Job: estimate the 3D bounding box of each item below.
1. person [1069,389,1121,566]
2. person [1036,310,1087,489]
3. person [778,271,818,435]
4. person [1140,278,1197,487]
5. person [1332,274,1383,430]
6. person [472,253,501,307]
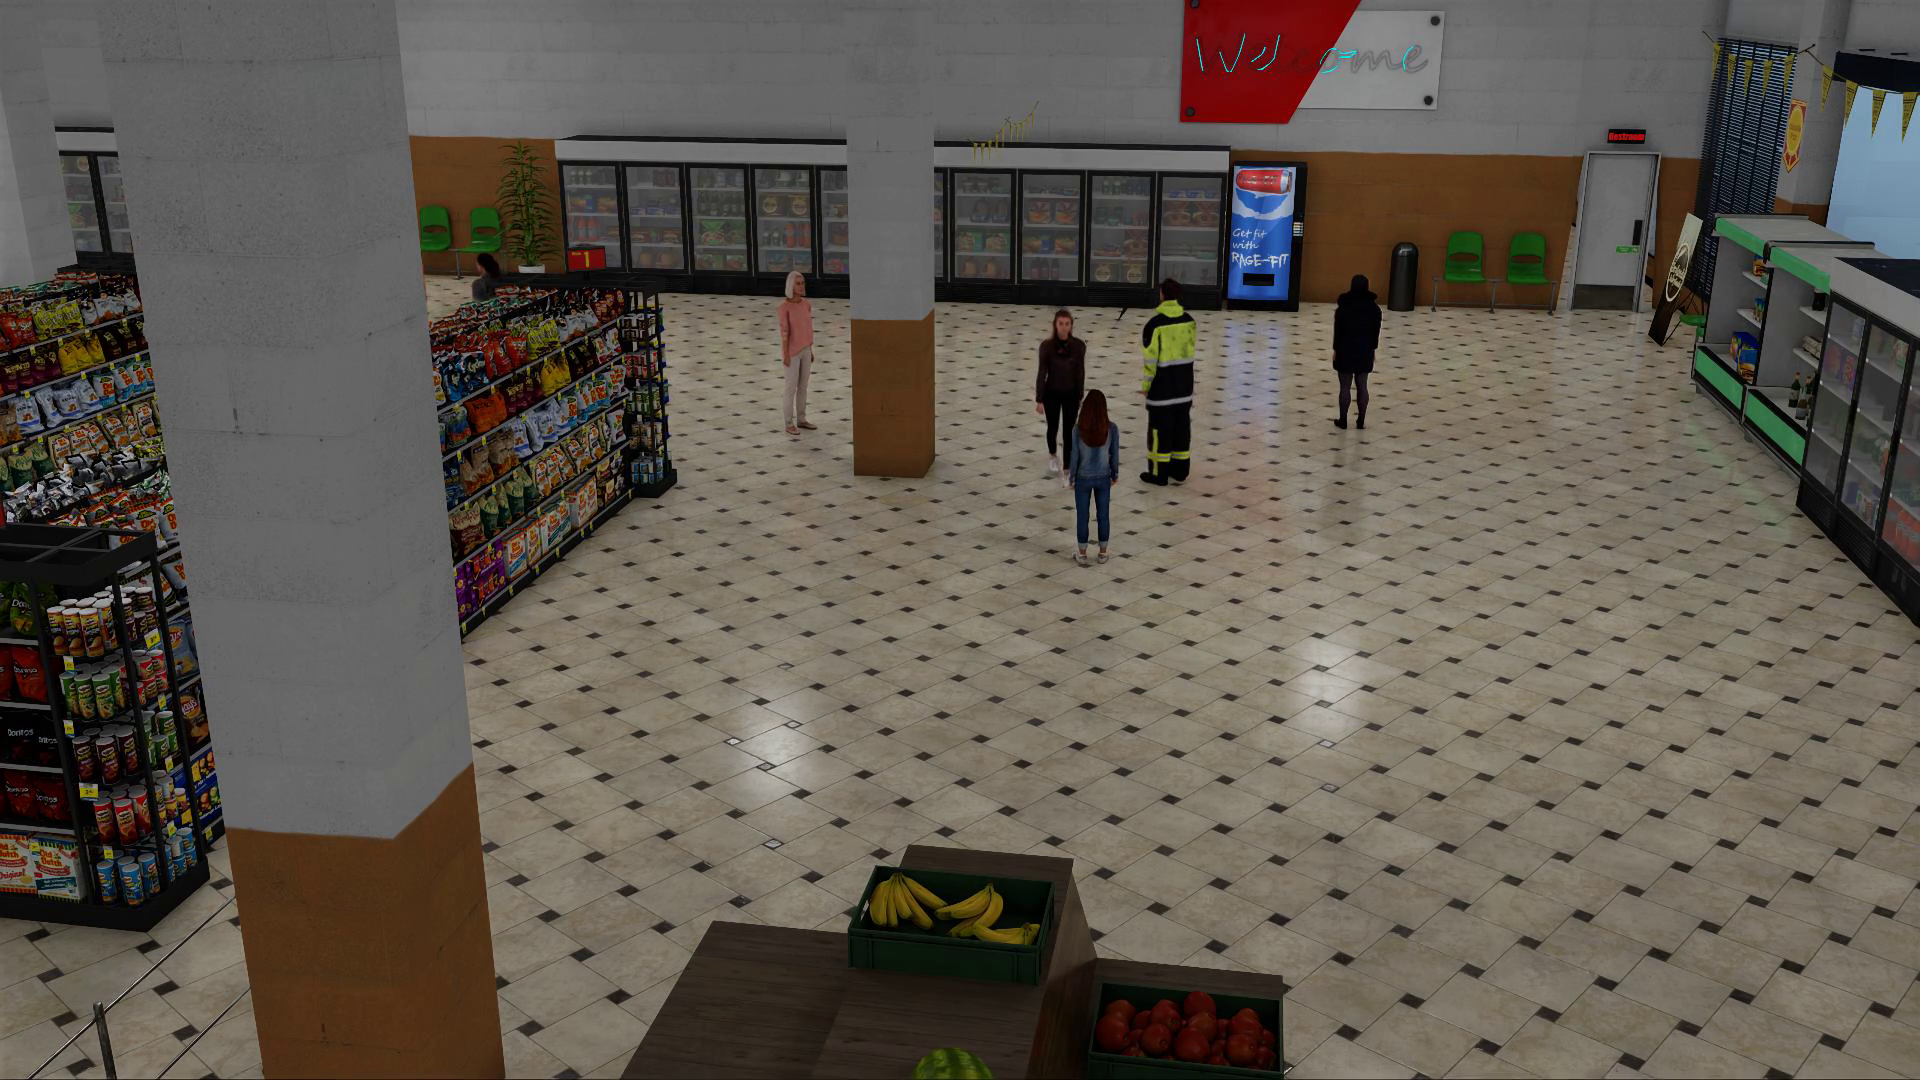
[{"bbox_3d":[1.100,-0.520,13.727,0.621,1.477,0.592,-2,19,-6],"label":"person"},{"bbox_3d":[0.957,-1.366,15.951,0.808,1.659,1.177,-1,19,-3],"label":"person"},{"bbox_3d":[-1.746,-2.015,17.772,0.741,1.726,0.620,14,23,36],"label":"person"},{"bbox_3d":[1.987,-1.519,15.898,0.859,1.982,0.913,-12,22,-32],"label":"person"},{"bbox_3d":[4.245,-2.027,17.885,0.728,1.675,0.714,-1,19,-3],"label":"person"},{"bbox_3d":[-5.382,-2.459,19.181,0.959,1.666,0.948,17,25,41],"label":"person"}]
